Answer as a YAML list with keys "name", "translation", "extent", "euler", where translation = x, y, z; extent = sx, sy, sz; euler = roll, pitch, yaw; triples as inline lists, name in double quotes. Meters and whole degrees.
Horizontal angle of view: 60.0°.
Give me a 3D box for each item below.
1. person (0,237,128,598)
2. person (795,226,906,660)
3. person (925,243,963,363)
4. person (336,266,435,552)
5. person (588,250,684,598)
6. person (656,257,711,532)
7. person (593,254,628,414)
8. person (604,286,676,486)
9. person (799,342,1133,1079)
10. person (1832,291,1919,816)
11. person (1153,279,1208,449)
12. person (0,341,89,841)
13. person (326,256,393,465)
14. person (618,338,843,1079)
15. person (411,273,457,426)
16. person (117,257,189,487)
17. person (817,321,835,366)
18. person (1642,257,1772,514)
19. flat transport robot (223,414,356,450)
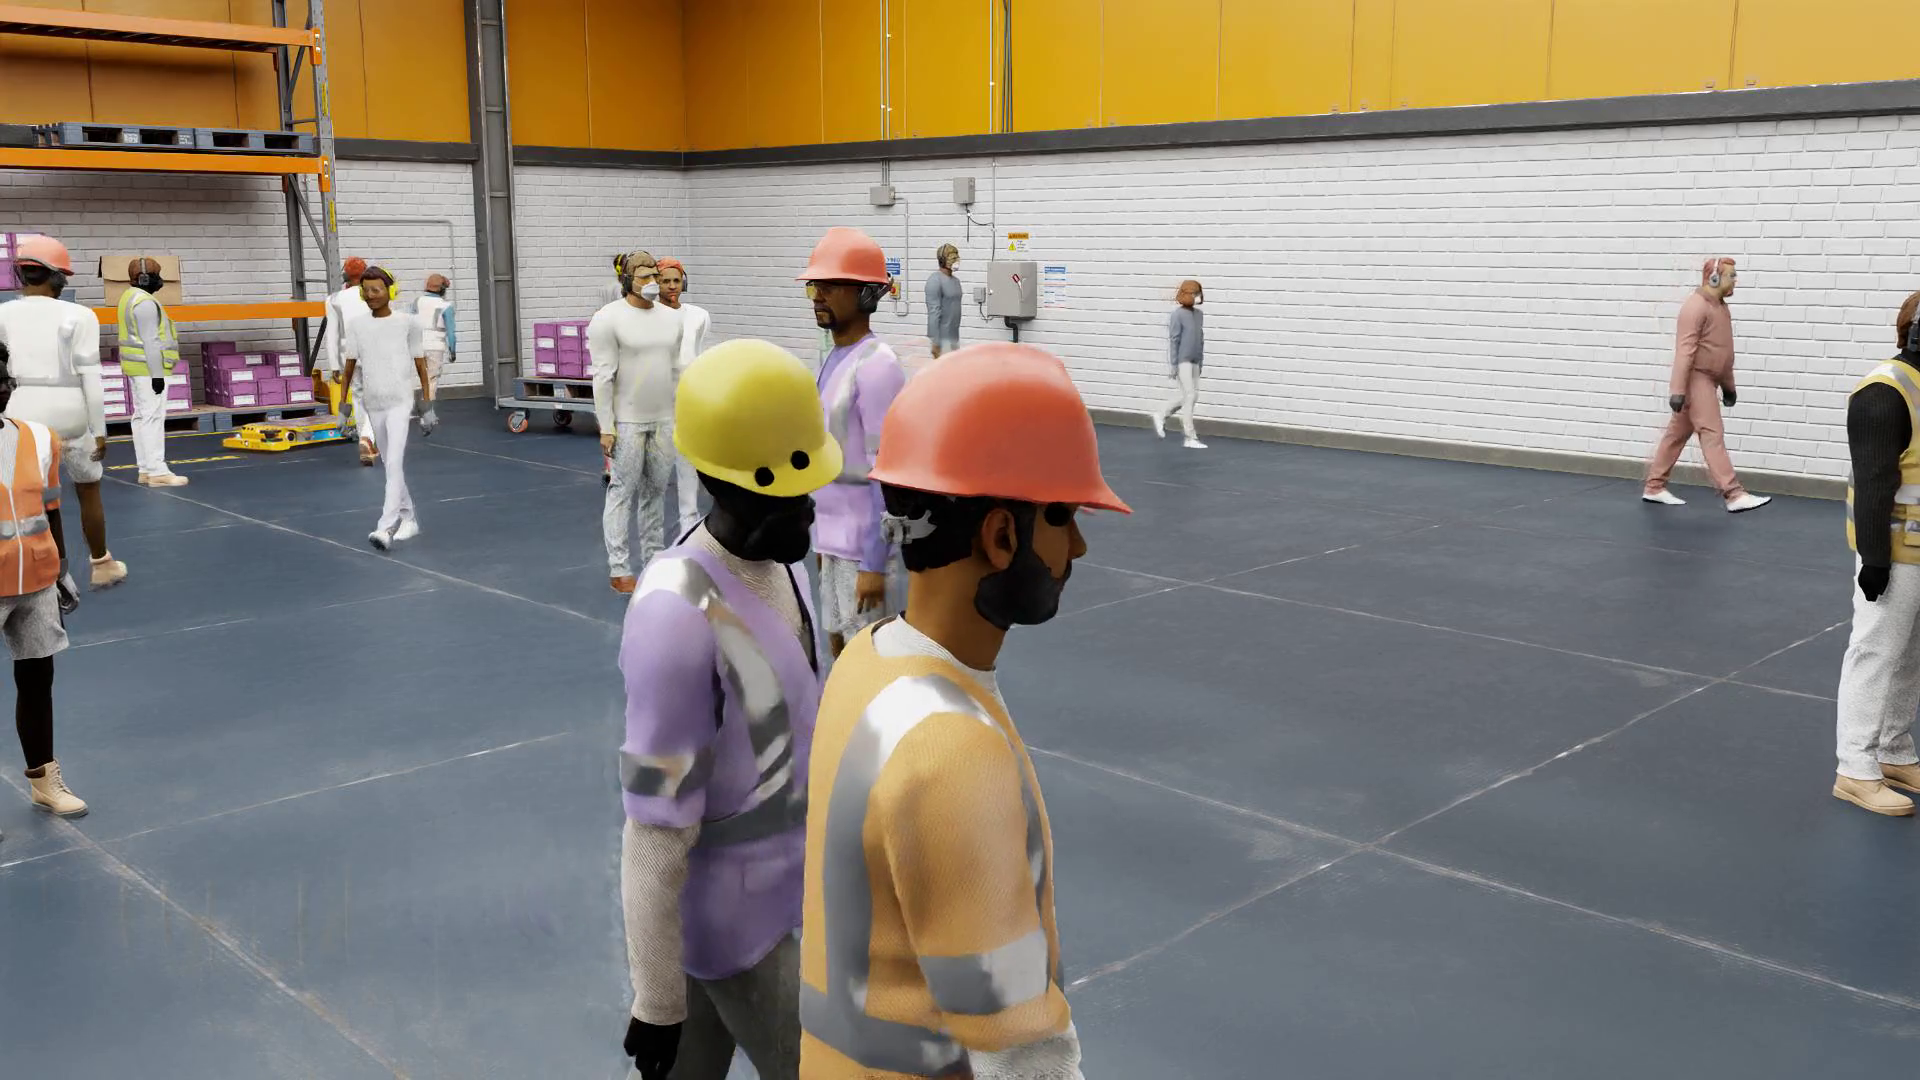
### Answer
- name: "person"
  translation: [-5.015, -0.662, 9.234]
  extent: [0.638, 1.999, 0.930]
  euler: [-1, 10, -8]
- name: "person"
  translation: [-0.371, -0.005, 5.553]
  extent: [0.359, 2.047, 0.614]
  euler: [-4, 11, -19]
- name: "person"
  translation: [-0.123, -1.994, 16.750]
  extent: [0.417, 1.938, 0.640]
  euler: [4, 11, 21]
- name: "person"
  translation: [-3.740, -0.840, 10.745]
  extent: [0.558, 1.807, 0.976]
  euler: [0, 10, 2]
- name: "person"
  translation: [-1.795, -0.658, 9.410]
  extent: [0.376, 1.940, 0.629]
  euler: [9, 13, 39]
- name: "person"
  translation: [-1.835, -0.846, 10.586]
  extent: [0.584, 1.882, 0.345]
  euler: [-6, 12, -30]
- name: "person"
  translation: [-3.804, -2.262, 18.479]
  extent: [0.964, 1.829, 0.533]
  euler: [4, 11, 19]
- name: "person"
  translation: [-2.567, -1.246, 13.149]
  extent: [0.534, 1.748, 0.702]
  euler: [5, 11, 24]
- name: "person"
  translation: [0.082, 0.725, 1.987]
  extent: [0.911, 1.895, 0.552]
  euler: [-1, 10, -4]
- name: "person"
  translation: [3.374, 0.036, 5.890]
  extent: [0.633, 1.842, 0.429]
  euler: [-8, 13, -36]
- name: "person"
  translation: [2.123, -1.695, 15.968]
  extent: [0.646, 1.613, 0.504]
  euler: [9, 14, 41]
- name: "person"
  translation: [-3.248, 0.158, 5.617]
  extent: [0.315, 1.696, 0.541]
  euler: [6, 12, 31]
- name: "person"
  translation: [-5.317, -1.595, 14.781]
  extent: [0.573, 1.852, 0.879]
  euler: [-1, 10, -4]
- name: "person"
  translation: [-0.331, 0.600, 2.773]
  extent: [0.840, 1.866, 0.627]
  euler: [0, 10, -1]
- name: "person"
  translation: [-5.604, -2.025, 17.742]
  extent: [0.552, 1.609, 0.579]
  euler: [4, 11, 22]
- name: "person"
  translation: [-6.562, -1.357, 13.490]
  extent: [0.430, 1.844, 0.623]
  euler: [-8, 13, -37]
- name: "person"
  translation: [-1.298, -1.931, 17.190]
  extent: [0.268, 1.632, 0.506]
  euler: [6, 12, 30]
- name: "person"
  translation: [5.541, -1.135, 12.231]
  extent: [0.979, 1.852, 0.669]
  euler: [8, 13, 36]
- name: "flat transport robot"
  translation: [-6.329, -1.056, 16.129]
  extent: [0.652, 0.197, 1.431]
  euler: [5, 12, 27]
